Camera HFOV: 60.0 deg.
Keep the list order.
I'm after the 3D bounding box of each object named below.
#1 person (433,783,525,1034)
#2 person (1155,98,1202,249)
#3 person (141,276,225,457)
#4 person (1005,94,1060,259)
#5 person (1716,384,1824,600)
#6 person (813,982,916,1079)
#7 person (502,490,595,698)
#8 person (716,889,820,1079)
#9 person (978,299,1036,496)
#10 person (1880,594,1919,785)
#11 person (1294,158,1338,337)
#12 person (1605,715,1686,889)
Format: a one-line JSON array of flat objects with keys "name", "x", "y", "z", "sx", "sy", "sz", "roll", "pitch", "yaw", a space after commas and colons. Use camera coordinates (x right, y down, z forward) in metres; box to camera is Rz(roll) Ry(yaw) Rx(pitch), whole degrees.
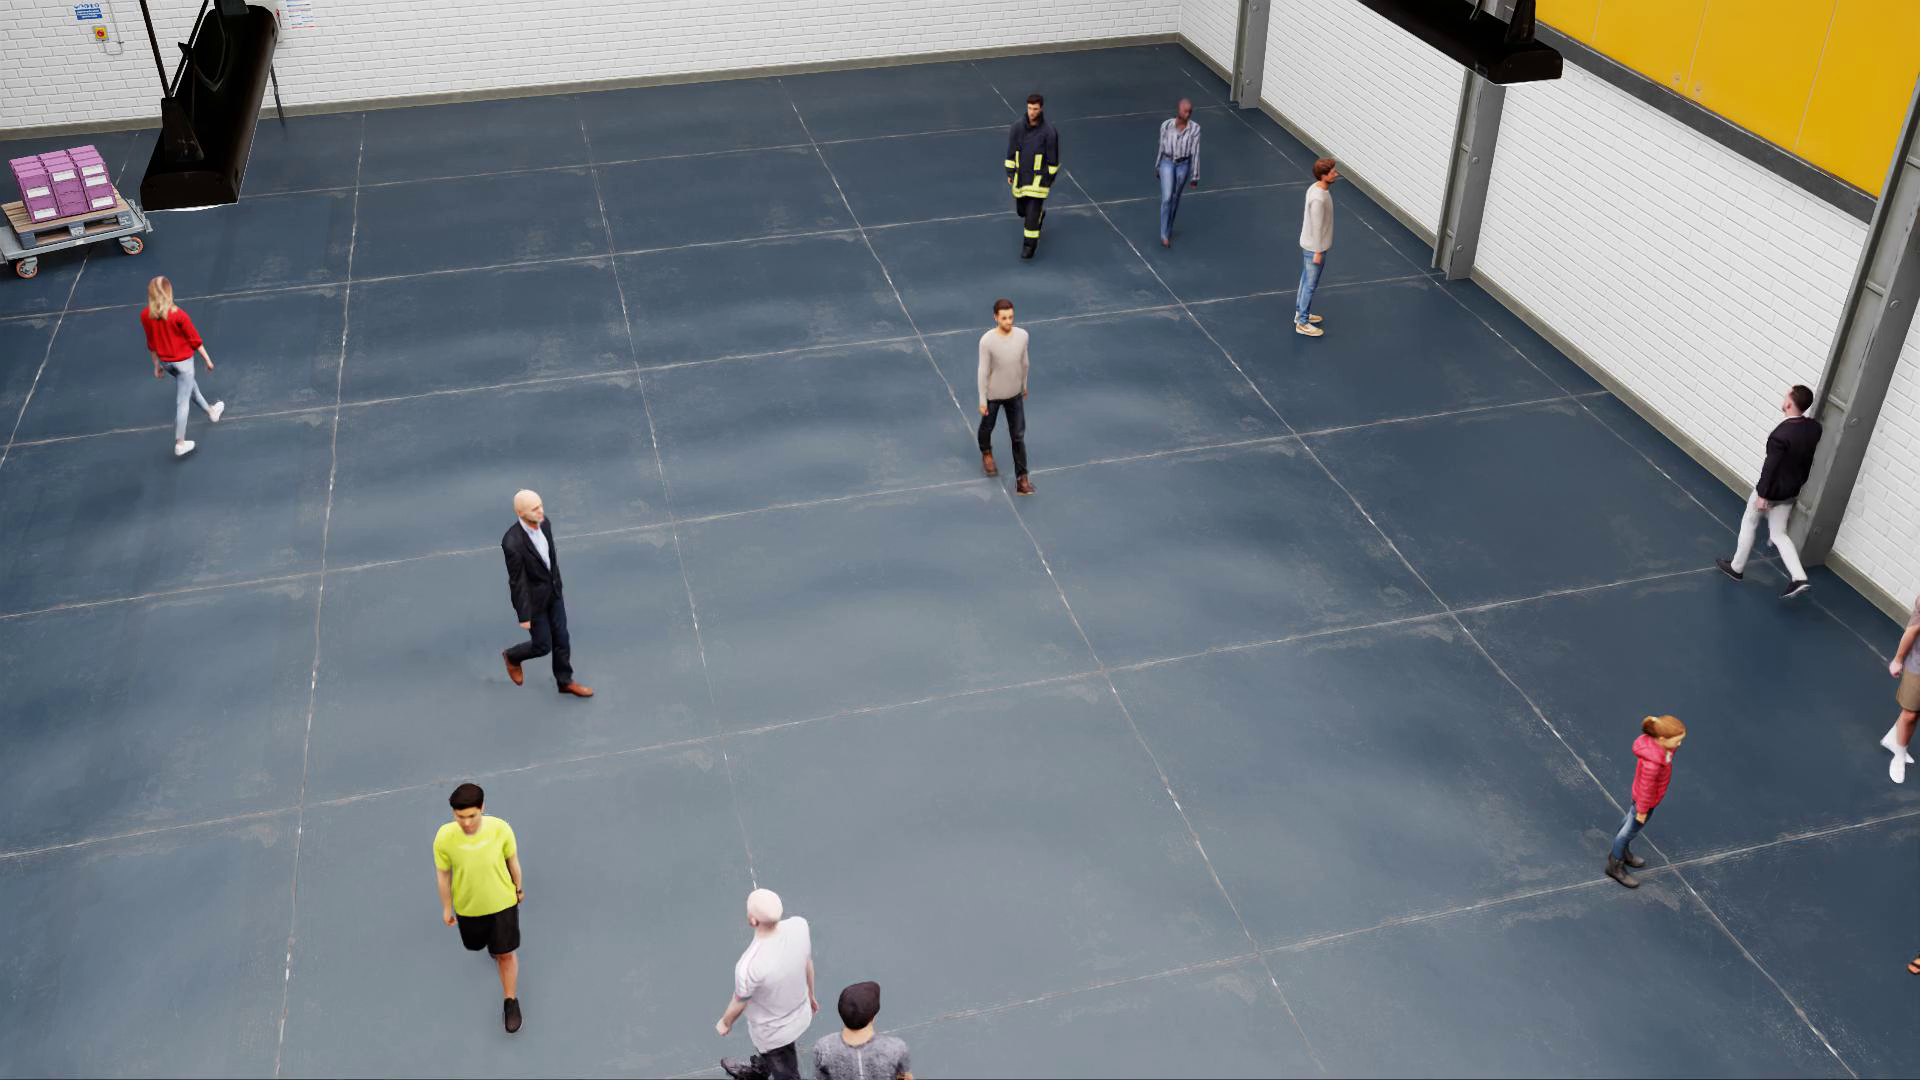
[{"name": "person", "x": -2.838, "y": 2.067, "z": 9.876, "sx": 0.665, "sy": 1.687, "sz": 1.046, "roll": -7, "pitch": 34, "yaw": -10}, {"name": "person", "x": 2.495, "y": -4.339, "z": 19.455, "sx": 0.788, "sy": 1.751, "sz": 0.987, "roll": 2, "pitch": 34, "yaw": 3}, {"name": "person", "x": -7.263, "y": -1.573, "z": 15.385, "sx": 0.940, "sy": 1.651, "sz": 1.225, "roll": 4, "pitch": 34, "yaw": 7}, {"name": "person", "x": 0.851, "y": -4.244, "z": 19.177, "sx": 1.163, "sy": 1.902, "sz": 1.246, "roll": 14, "pitch": 36, "yaw": 21}, {"name": "person", "x": 6.650, "y": -0.343, "z": 13.385, "sx": 0.742, "sy": 1.817, "sz": 1.082, "roll": -13, "pitch": 36, "yaw": -18}, {"name": "person", "x": -0.456, "y": 2.989, "z": 8.336, "sx": 0.777, "sy": 1.856, "sz": 0.832, "roll": -3, "pitch": 34, "yaw": -5}, {"name": "person", "x": -3.167, "y": 0.405, "z": 12.283, "sx": 1.071, "sy": 1.791, "sz": 1.033, "roll": 14, "pitch": 36, "yaw": 21}, {"name": "person", "x": -0.903, "y": 2.637, "z": 8.922, "sx": 1.158, "sy": 1.793, "sz": 1.097, "roll": 18, "pitch": 37, "yaw": 24}, {"name": "person", "x": 0.337, "y": -1.330, "z": 14.874, "sx": 0.728, "sy": 1.811, "sz": 1.184, "roll": -11, "pitch": 35, "yaw": -16}, {"name": "person", "x": 6.813, "y": 0.838, "z": 11.695, "sx": 0.786, "sy": 1.832, "sz": 0.847, "roll": 1, "pitch": 34, "yaw": 1}, {"name": "person", "x": 3.721, "y": -3.096, "z": 17.445, "sx": 0.799, "sy": 1.905, "sz": 0.663, "roll": 5, "pitch": 34, "yaw": 7}, {"name": "person", "x": 4.441, "y": 1.663, "z": 10.820, "sx": 0.655, "sy": 1.315, "sz": 0.595, "roll": 18, "pitch": 38, "yaw": 25}]
